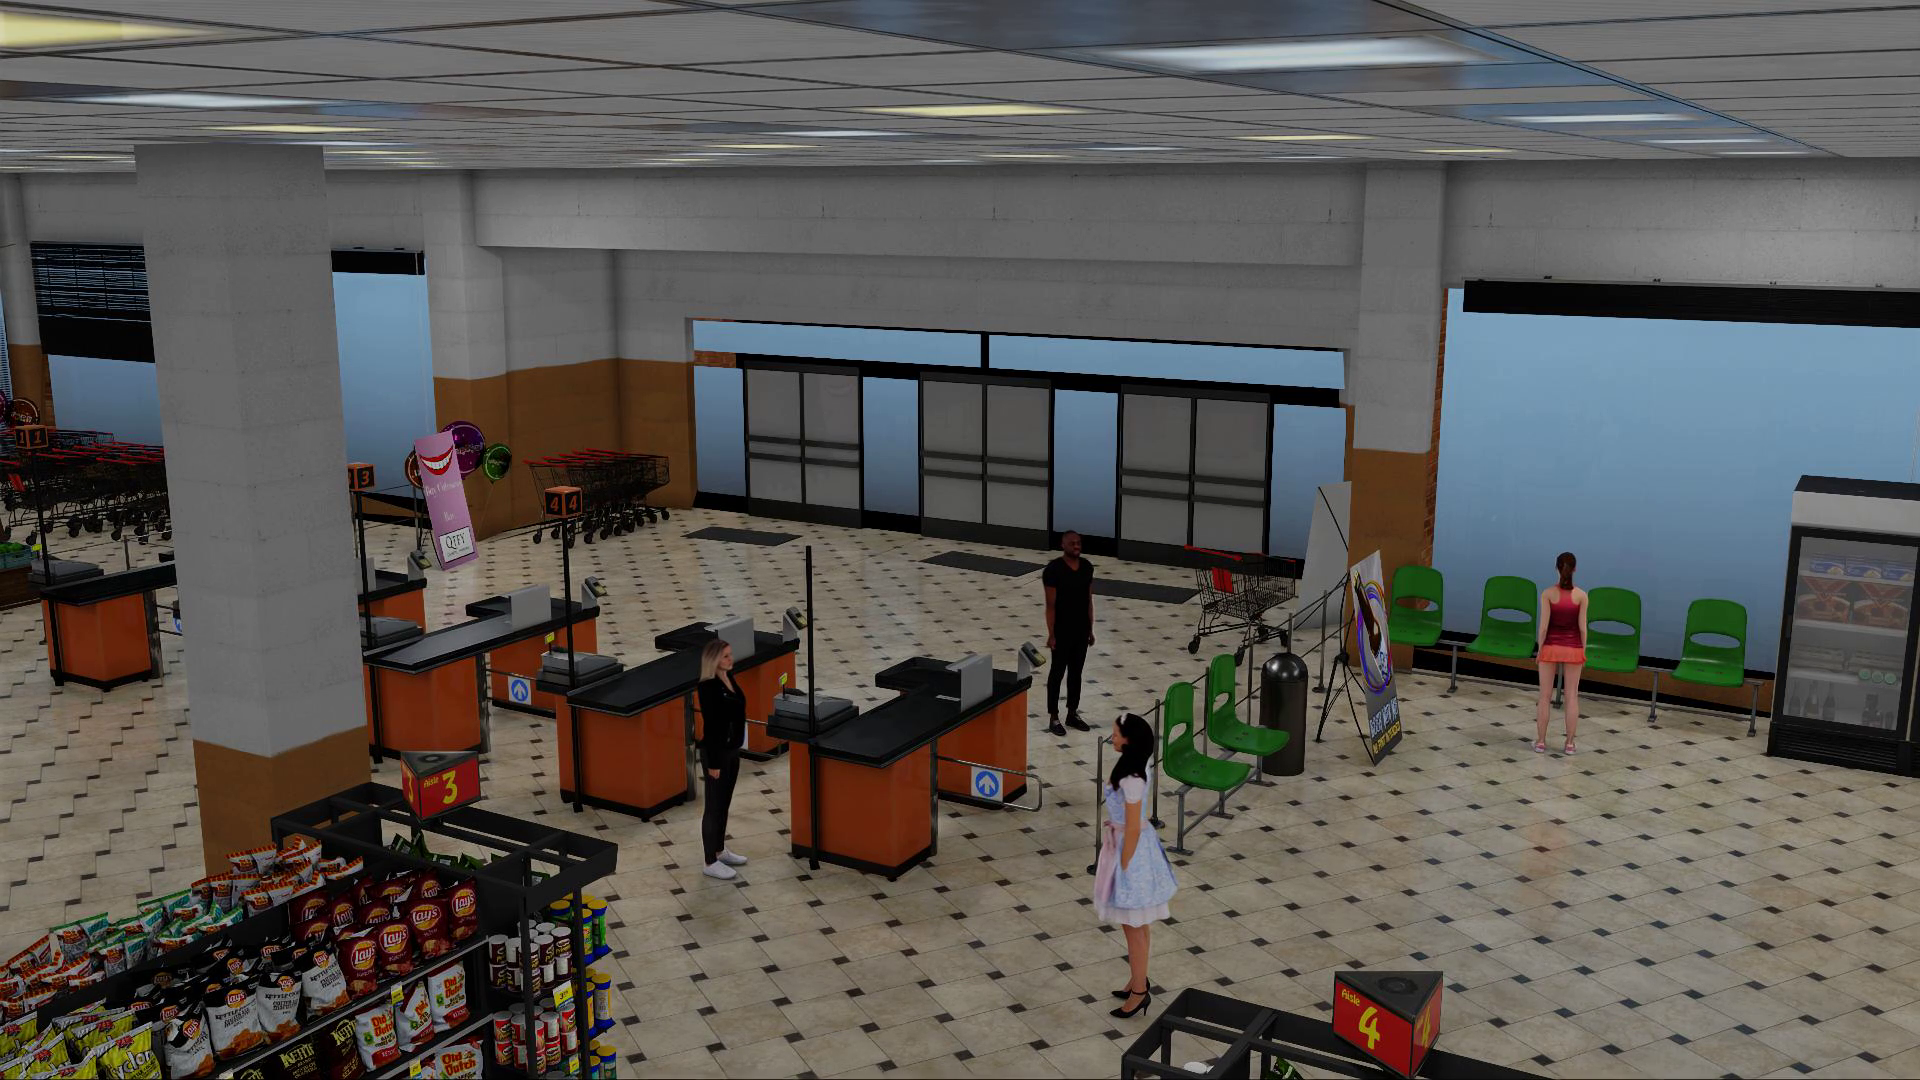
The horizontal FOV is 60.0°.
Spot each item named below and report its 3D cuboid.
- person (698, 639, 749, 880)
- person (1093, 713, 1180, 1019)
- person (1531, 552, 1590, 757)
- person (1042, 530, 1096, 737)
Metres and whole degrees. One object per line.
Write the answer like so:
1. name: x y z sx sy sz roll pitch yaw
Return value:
1. person: -1.691 1.515 11.667 0.736 1.685 0.579 2 12 12
2. person: 0.989 1.878 9.627 0.865 1.815 0.780 2 12 10
3. person: 5.113 0.956 14.155 0.627 1.754 0.641 3 12 14
4. person: 0.961 0.800 14.733 0.686 1.820 0.811 -7 14 -29
